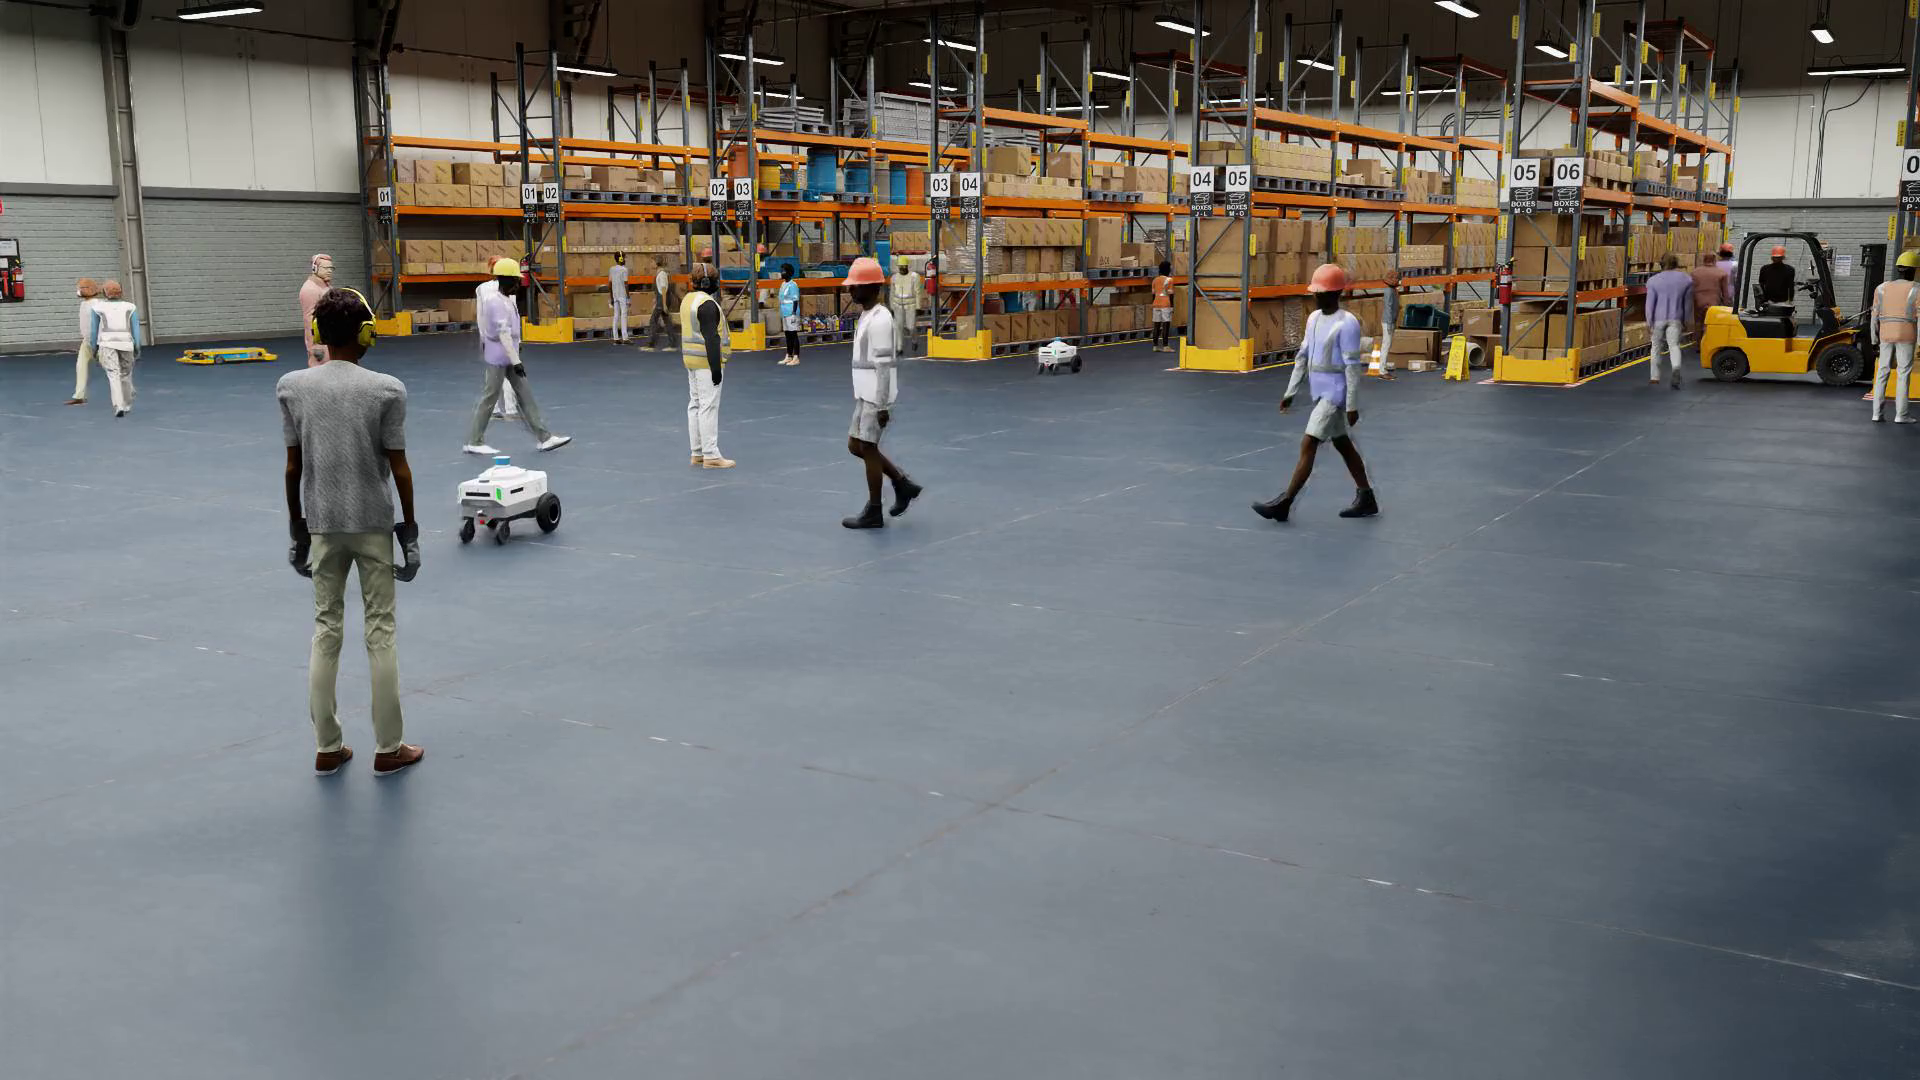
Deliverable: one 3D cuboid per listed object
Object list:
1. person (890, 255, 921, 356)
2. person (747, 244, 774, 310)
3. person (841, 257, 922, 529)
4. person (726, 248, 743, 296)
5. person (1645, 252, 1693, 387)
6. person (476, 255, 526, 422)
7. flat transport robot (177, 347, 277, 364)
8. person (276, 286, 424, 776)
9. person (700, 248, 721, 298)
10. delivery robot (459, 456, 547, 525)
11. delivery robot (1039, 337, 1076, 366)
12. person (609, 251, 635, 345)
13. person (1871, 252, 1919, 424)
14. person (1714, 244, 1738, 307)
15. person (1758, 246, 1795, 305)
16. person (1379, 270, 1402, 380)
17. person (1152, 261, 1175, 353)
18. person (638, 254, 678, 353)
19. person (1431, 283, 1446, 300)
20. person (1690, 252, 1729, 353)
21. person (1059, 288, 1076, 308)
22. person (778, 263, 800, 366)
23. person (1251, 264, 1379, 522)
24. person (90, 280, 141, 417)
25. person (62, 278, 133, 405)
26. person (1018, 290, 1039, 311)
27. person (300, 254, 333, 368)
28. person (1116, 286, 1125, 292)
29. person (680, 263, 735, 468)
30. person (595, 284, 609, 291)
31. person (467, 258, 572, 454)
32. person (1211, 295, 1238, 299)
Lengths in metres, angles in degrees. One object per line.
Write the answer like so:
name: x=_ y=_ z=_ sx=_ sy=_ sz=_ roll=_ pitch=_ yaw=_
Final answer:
person: x=-0.977 y=-4.245 z=30.105 sx=0.604 sy=1.809 sz=0.594 roll=3 pitch=10 yaw=14
person: x=-4.482 y=-5.742 z=37.956 sx=0.613 sy=2.014 sz=0.929 roll=6 pitch=12 yaw=31
person: x=-0.584 y=-1.030 z=11.787 sx=0.516 sy=1.923 sz=0.572 roll=-2 pitch=10 yaw=-12
person: x=-5.810 y=-6.500 z=42.478 sx=0.596 sy=1.906 sz=0.628 roll=6 pitch=12 yaw=31
person: x=9.936 y=-3.085 z=23.342 sx=0.630 sy=1.912 sz=0.827 roll=2 pitch=10 yaw=12
person: x=-5.225 y=-2.286 z=18.936 sx=0.574 sy=1.883 sz=0.355 roll=5 pitch=11 yaw=27
flat transport robot: x=-12.441 y=-3.138 z=28.223 sx=0.652 sy=0.197 sz=1.431 roll=8 pitch=13 yaw=37
person: x=-2.309 y=-0.022 z=6.327 sx=0.509 sy=1.863 sz=0.311 roll=0 pitch=10 yaw=1
person: x=-5.400 y=-5.309 z=35.784 sx=0.551 sy=1.921 sz=0.424 roll=8 pitch=13 yaw=39
delivery robot: x=-3.145 y=-0.335 z=11.466 sx=0.477 sy=0.478 sz=0.707 roll=3 pitch=10 yaw=14
delivery robot: x=1.518 y=-2.909 z=25.881 sx=0.477 sy=0.478 sz=0.707 roll=6 pitch=12 yaw=32
person: x=-6.792 y=-4.834 z=33.268 sx=0.521 sy=1.864 sz=0.334 roll=7 pitch=12 yaw=34
person: x=10.579 y=-2.272 z=18.732 sx=0.381 sy=1.924 sz=0.593 roll=-7 pitch=13 yaw=-36
person: x=15.086 y=-4.829 z=32.842 sx=0.635 sy=2.000 sz=0.983 roll=6 pitch=12 yaw=32
person: x=15.059 y=-4.439 z=30.753 sx=0.647 sy=1.965 sz=0.671 roll=6 pitch=12 yaw=31
person: x=6.412 y=-3.206 z=24.785 sx=0.266 sy=1.631 sz=0.507 roll=3 pitch=11 yaw=18
person: x=3.760 y=-4.305 z=30.762 sx=0.321 sy=1.696 sz=0.536 roll=-7 pitch=13 yaw=-36
person: x=-5.655 y=-4.379 z=30.878 sx=0.843 sy=1.810 sz=0.514 roll=-1 pitch=10 yaw=-5
person: x=11.904 y=-6.191 z=41.006 sx=0.588 sy=1.817 sz=0.674 roll=-2 pitch=10 yaw=-13
person: x=13.692 y=-4.322 z=30.430 sx=0.670 sy=1.853 sz=1.007 roll=6 pitch=12 yaw=31
person: x=2.642 y=-6.048 z=40.366 sx=0.553 sy=1.739 sz=0.685 roll=7 pitch=12 yaw=32
person: x=-2.823 y=-3.726 z=27.521 sx=0.322 sy=1.696 sz=0.536 roll=-5 pitch=11 yaw=-27
person: x=2.656 y=-1.058 z=12.093 sx=1.043 sy=1.875 sz=0.551 roll=-2 pitch=10 yaw=-12
person: x=-9.947 y=-2.260 z=19.607 sx=0.525 sy=1.592 sz=0.888 roll=-6 pitch=12 yaw=-31
person: x=-10.926 y=-2.513 z=21.015 sx=0.510 sy=1.593 sz=0.832 roll=8 pitch=13 yaw=39
person: x=1.476 y=-5.012 z=34.705 sx=0.491 sy=1.715 sz=0.817 roll=5 pitch=11 yaw=24
person: x=-6.813 y=-2.103 z=17.861 sx=0.401 sy=1.905 sz=0.642 roll=-1 pitch=10 yaw=-5
person: x=4.368 y=-6.732 z=43.750 sx=0.637 sy=1.919 sz=0.825 roll=6 pitch=12 yaw=31
person: x=-2.287 y=-1.570 z=15.043 sx=0.429 sy=1.844 sz=0.623 roll=-6 pitch=12 yaw=-29
person: x=-8.015 y=-5.534 z=37.411 sx=0.604 sy=1.783 sz=0.894 roll=6 pitch=12 yaw=31
person: x=-4.302 y=-1.750 z=15.961 sx=0.989 sy=1.875 sz=0.590 roll=0 pitch=10 yaw=0
person: x=5.827 y=-5.343 z=36.081 sx=0.932 sy=1.915 sz=0.637 roll=-9 pitch=14 yaw=-42
